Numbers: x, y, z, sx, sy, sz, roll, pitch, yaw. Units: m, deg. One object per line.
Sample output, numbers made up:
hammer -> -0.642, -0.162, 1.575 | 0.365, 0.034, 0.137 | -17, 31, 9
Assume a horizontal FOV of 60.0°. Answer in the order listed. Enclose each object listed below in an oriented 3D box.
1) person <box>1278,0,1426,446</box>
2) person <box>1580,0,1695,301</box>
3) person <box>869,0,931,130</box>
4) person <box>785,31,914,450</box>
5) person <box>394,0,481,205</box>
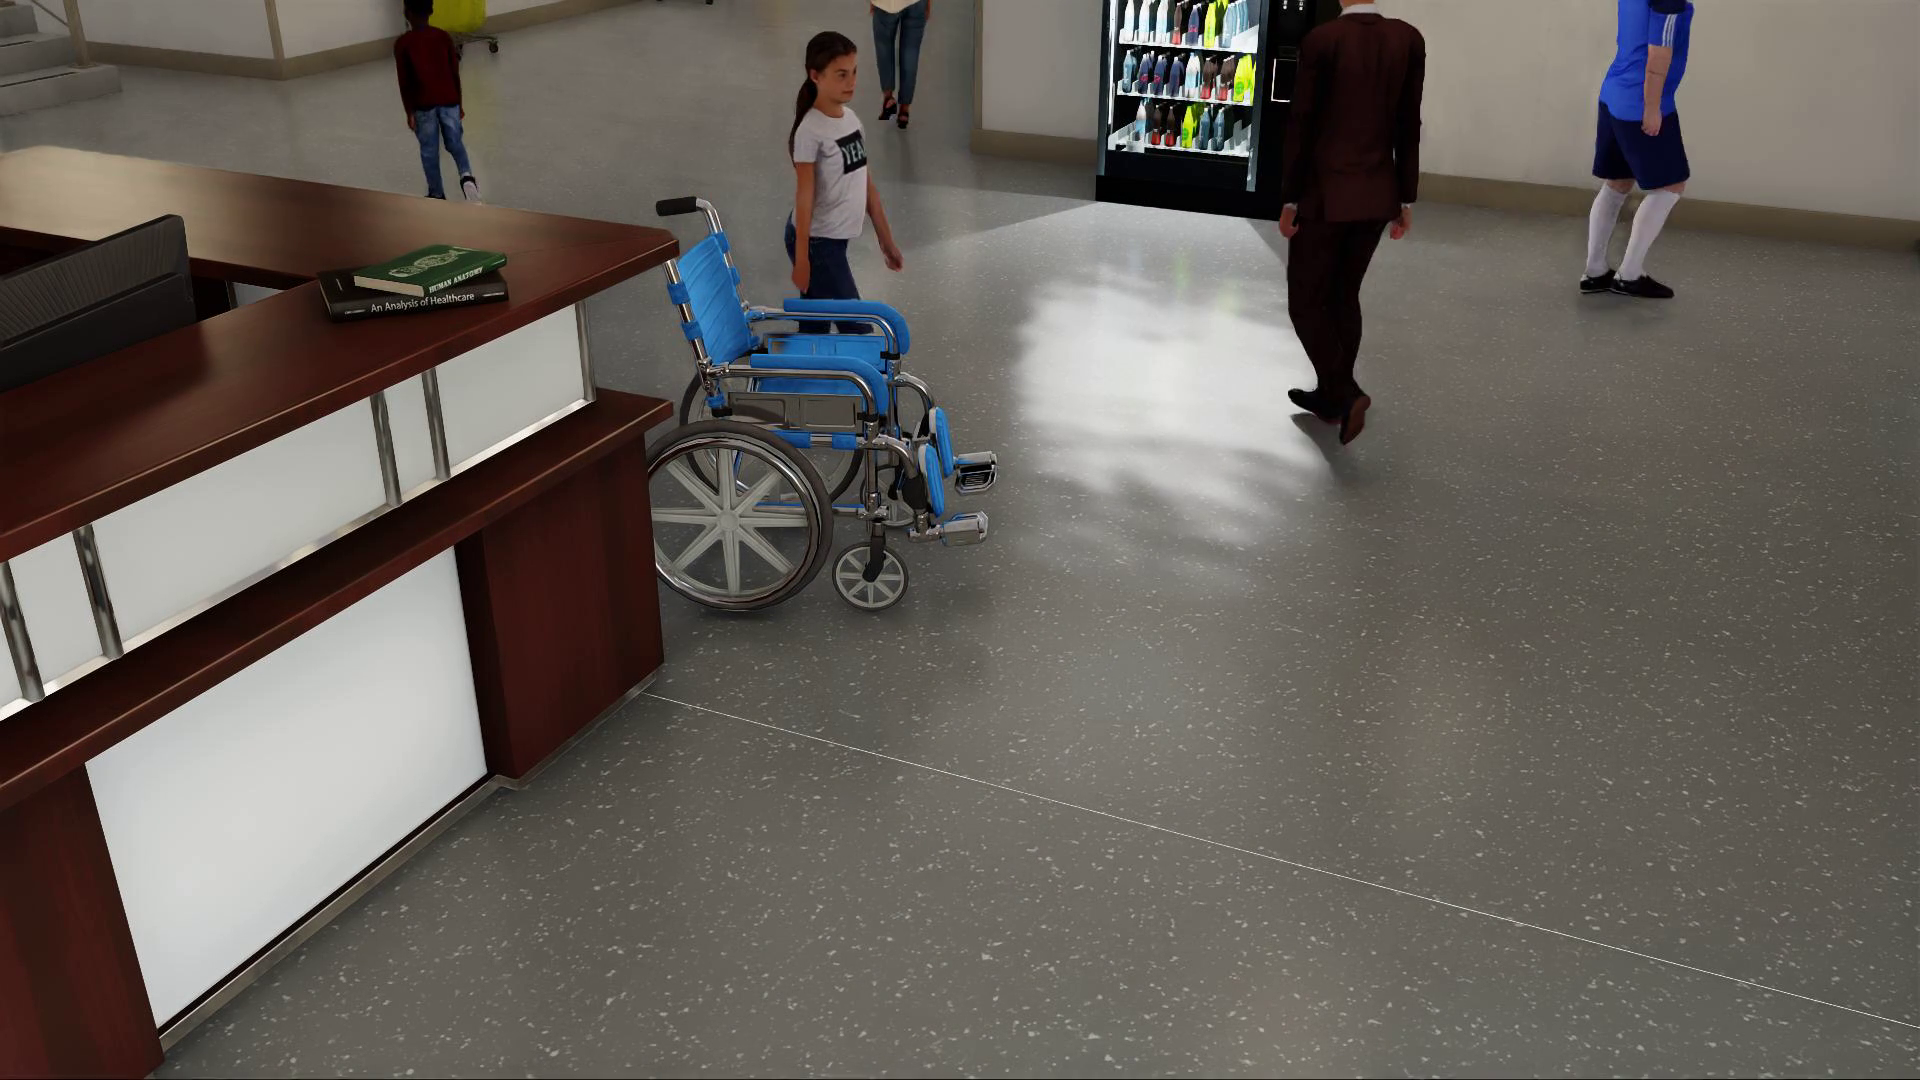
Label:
person -> 1.452, -1.238, 6.126 | 1.060, 1.845, 1.103 | -7, 27, -14
person -> 3.111, -2.024, 7.773 | 0.806, 1.830, 0.800 | 1, 26, 2
person -> -0.384, -3.631, 11.290 | 0.682, 1.668, 0.786 | -2, 26, -5
person -> -0.561, -1.097, 6.188 | 0.848, 1.535, 0.560 | 9, 27, 19
person -> -2.925, -2.453, 9.334 | 0.669, 1.246, 0.771 | -18, 31, -33
